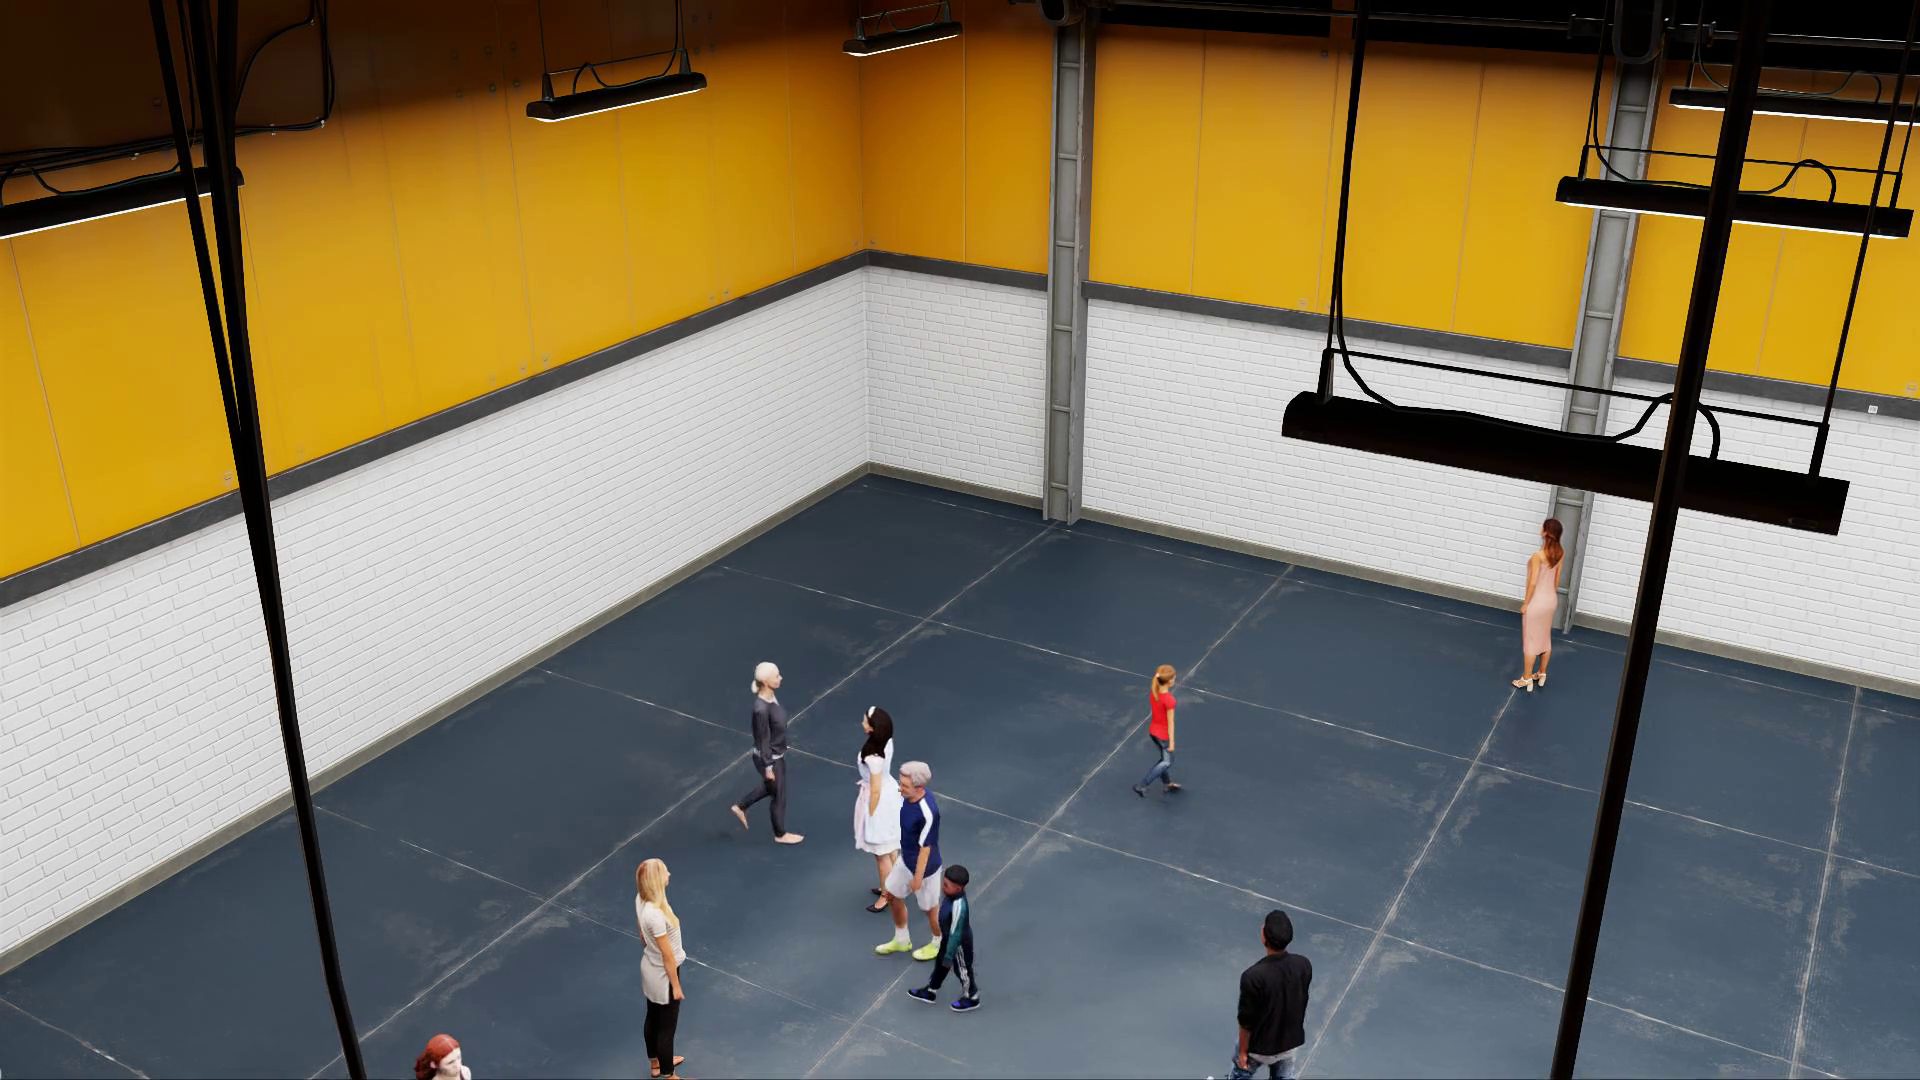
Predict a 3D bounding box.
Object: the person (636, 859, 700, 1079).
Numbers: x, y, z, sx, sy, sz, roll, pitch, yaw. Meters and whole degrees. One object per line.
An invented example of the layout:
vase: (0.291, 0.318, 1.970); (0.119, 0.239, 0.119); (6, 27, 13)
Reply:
person: (-2.043, 2.948, 11.296); (0.736, 1.827, 0.619); (-14, 27, -29)

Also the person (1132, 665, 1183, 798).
person: (1.805, 1.728, 14.745); (0.834, 1.299, 0.831); (-13, 27, -27)

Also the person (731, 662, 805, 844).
person: (-1.682, 1.804, 14.055); (0.978, 1.712, 0.859); (0, 24, 0)

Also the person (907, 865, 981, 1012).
person: (0.027, 2.907, 12.122); (0.850, 1.240, 0.762); (-3, 24, -6)

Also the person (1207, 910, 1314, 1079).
person: (2.043, 3.242, 10.679); (1.062, 1.782, 1.151); (-9, 25, -19)

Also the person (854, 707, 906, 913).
person: (-0.629, 2.131, 13.175); (0.821, 1.818, 0.792); (5, 24, 11)

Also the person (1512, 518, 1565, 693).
person: (5.789, 0.639, 16.574); (0.670, 1.831, 0.677); (-12, 26, -26)

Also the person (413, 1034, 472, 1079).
person: (-3.047, 3.649, 9.793); (1.222, 1.746, 0.649); (17, 29, 33)

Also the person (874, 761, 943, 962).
person: (-0.218, 2.415, 12.536); (0.933, 1.810, 0.880); (-9, 25, -20)
